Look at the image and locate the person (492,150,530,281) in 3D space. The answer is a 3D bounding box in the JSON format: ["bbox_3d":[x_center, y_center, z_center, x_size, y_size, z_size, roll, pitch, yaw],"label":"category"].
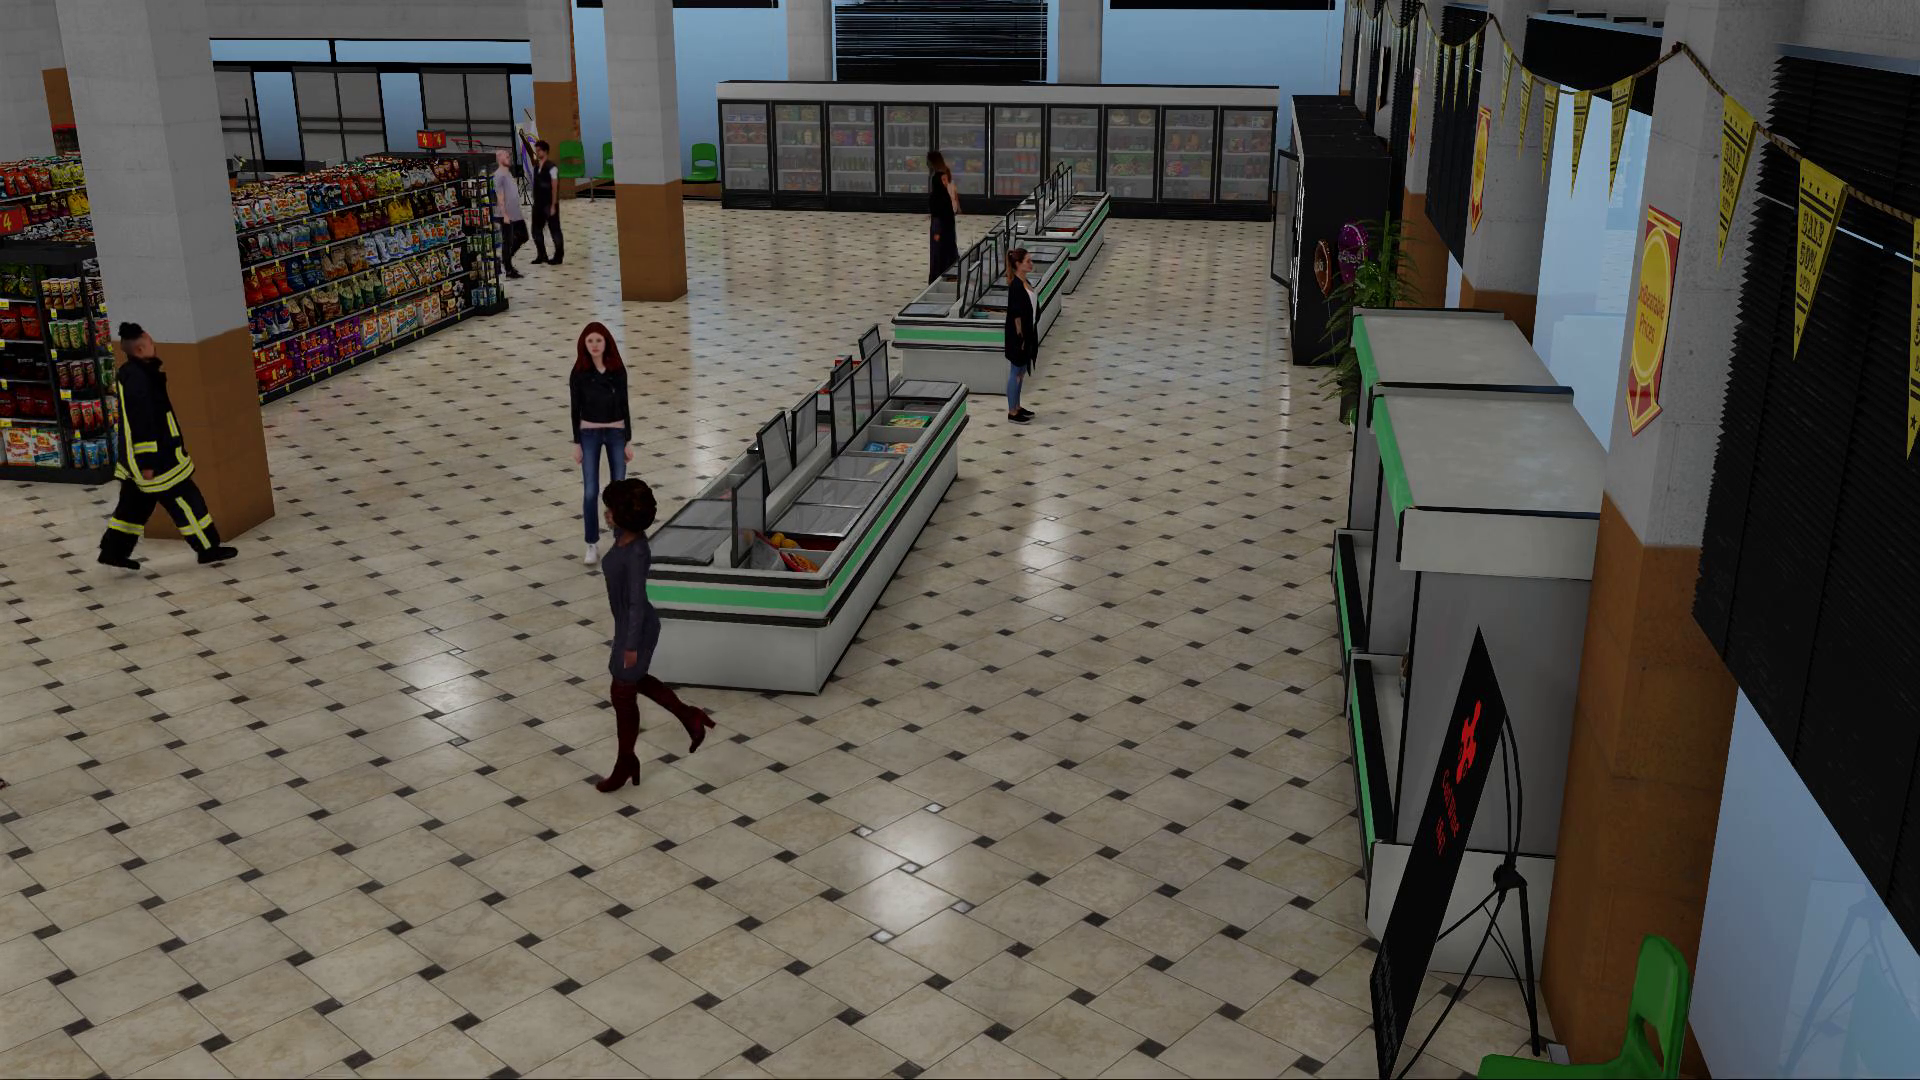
[{"bbox_3d":[-6.508,-4.622,23.698,0.729,1.823,0.620,3,19,10],"label":"person"}]

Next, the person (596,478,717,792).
[{"bbox_3d":[-1.653,0.492,8.730,0.903,1.695,0.936,-5,19,-14],"label":"person"}]

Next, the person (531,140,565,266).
[{"bbox_3d":[-6.121,-5.045,24.932,0.828,1.836,0.886,11,22,30],"label":"person"}]

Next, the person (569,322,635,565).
[{"bbox_3d":[-2.603,-0.705,12.136,0.656,1.787,0.659,-5,19,-16],"label":"person"}]

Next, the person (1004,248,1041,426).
[{"bbox_3d":[0.572,-1.978,16.073,0.699,1.684,0.510,5,19,14],"label":"person"}]

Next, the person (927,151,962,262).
[{"bbox_3d":[-0.158,-4.788,24.340,0.885,1.728,0.845,17,25,41],"label":"person"}]

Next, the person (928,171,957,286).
[{"bbox_3d":[-0.254,-4.287,23.030,0.739,1.615,0.638,11,22,29],"label":"person"}]

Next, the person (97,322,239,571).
[{"bbox_3d":[-5.860,-0.627,11.849,1.262,1.824,1.186,-13,23,-34],"label":"person"}]
